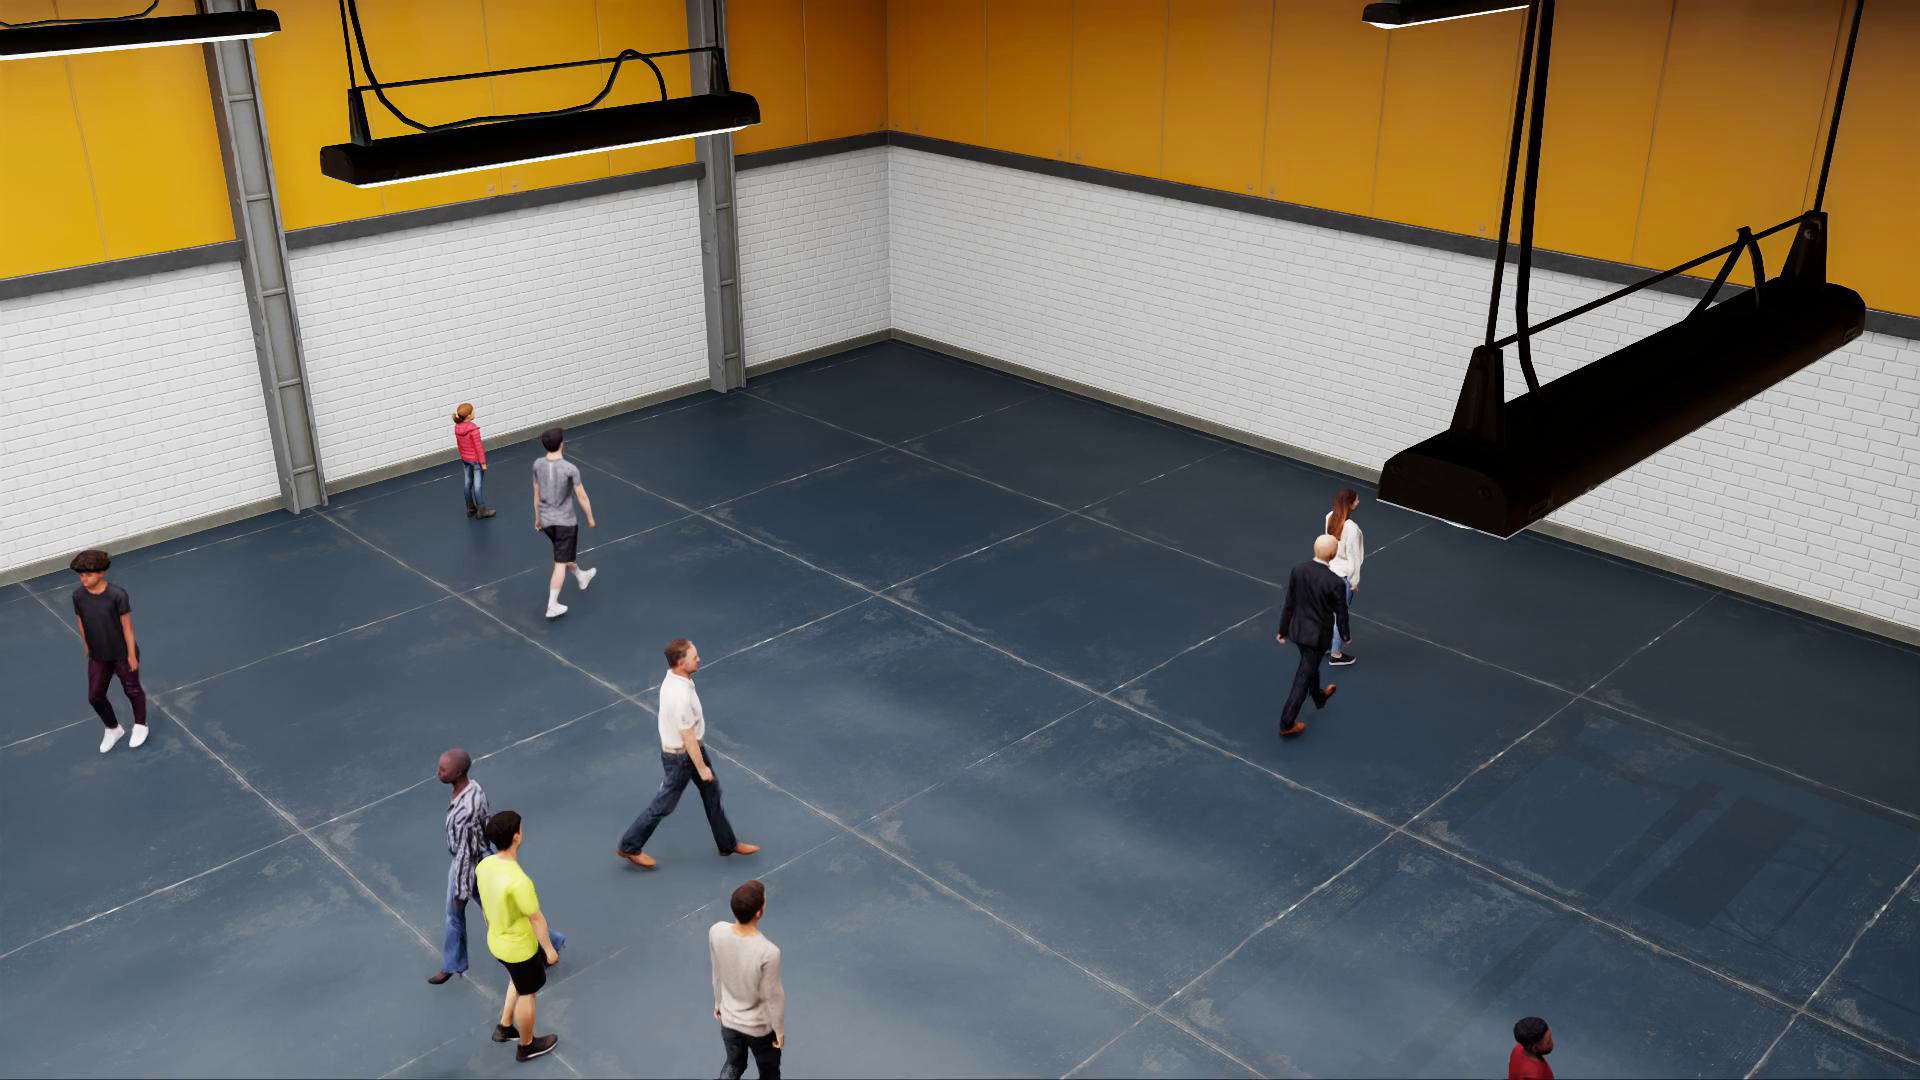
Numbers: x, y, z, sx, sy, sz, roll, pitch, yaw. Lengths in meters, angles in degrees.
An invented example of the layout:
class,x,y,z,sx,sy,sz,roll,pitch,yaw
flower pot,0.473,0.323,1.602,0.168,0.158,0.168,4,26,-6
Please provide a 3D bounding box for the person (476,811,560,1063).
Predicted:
class,x,y,z,sx,sy,sz,roll,pitch,yaw
person,-2.792,2.476,10.173,0.647,1.690,0.667,-21,31,-39

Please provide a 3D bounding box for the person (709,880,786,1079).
class,x,y,z,sx,sy,sz,roll,pitch,yaw
person,-1.235,2.751,9.349,0.852,1.846,1.040,11,26,24

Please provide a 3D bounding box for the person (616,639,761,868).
class,x,y,z,sx,sy,sz,roll,pitch,yaw
person,-2.116,1.590,12.046,1.305,1.813,1.226,-1,24,-2

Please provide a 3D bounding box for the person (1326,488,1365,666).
class,x,y,z,sx,sy,sz,roll,pitch,yaw
person,3.443,0.317,15.107,0.676,1.692,0.693,-9,25,-20

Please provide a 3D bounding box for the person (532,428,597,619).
class,x,y,z,sx,sy,sz,roll,pitch,yaw
person,-3.901,-0.136,15.972,0.984,1.830,1.278,9,25,20

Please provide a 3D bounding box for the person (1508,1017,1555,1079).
class,x,y,z,sx,sy,sz,roll,pitch,yaw
person,3.043,3.164,9.150,0.684,1.249,0.625,0,24,-1

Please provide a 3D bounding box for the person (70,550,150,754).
class,x,y,z,sx,sy,sz,roll,pitch,yaw
person,-6.978,0.865,13.762,0.746,1.767,0.813,-2,24,-4

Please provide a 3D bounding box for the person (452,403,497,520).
class,x,y,z,sx,sy,sz,roll,pitch,yaw
person,-5.378,-0.878,18.310,0.548,1.318,0.552,15,28,30

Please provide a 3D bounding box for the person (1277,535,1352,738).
class,x,y,z,sx,sy,sz,roll,pitch,yaw
person,2.870,0.834,13.835,1.117,1.765,0.743,-19,30,-37

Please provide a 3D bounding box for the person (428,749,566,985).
class,x,y,z,sx,sy,sz,roll,pitch,yaw
person,-3.047,2.154,10.829,1.212,1.754,0.926,-9,25,-21
